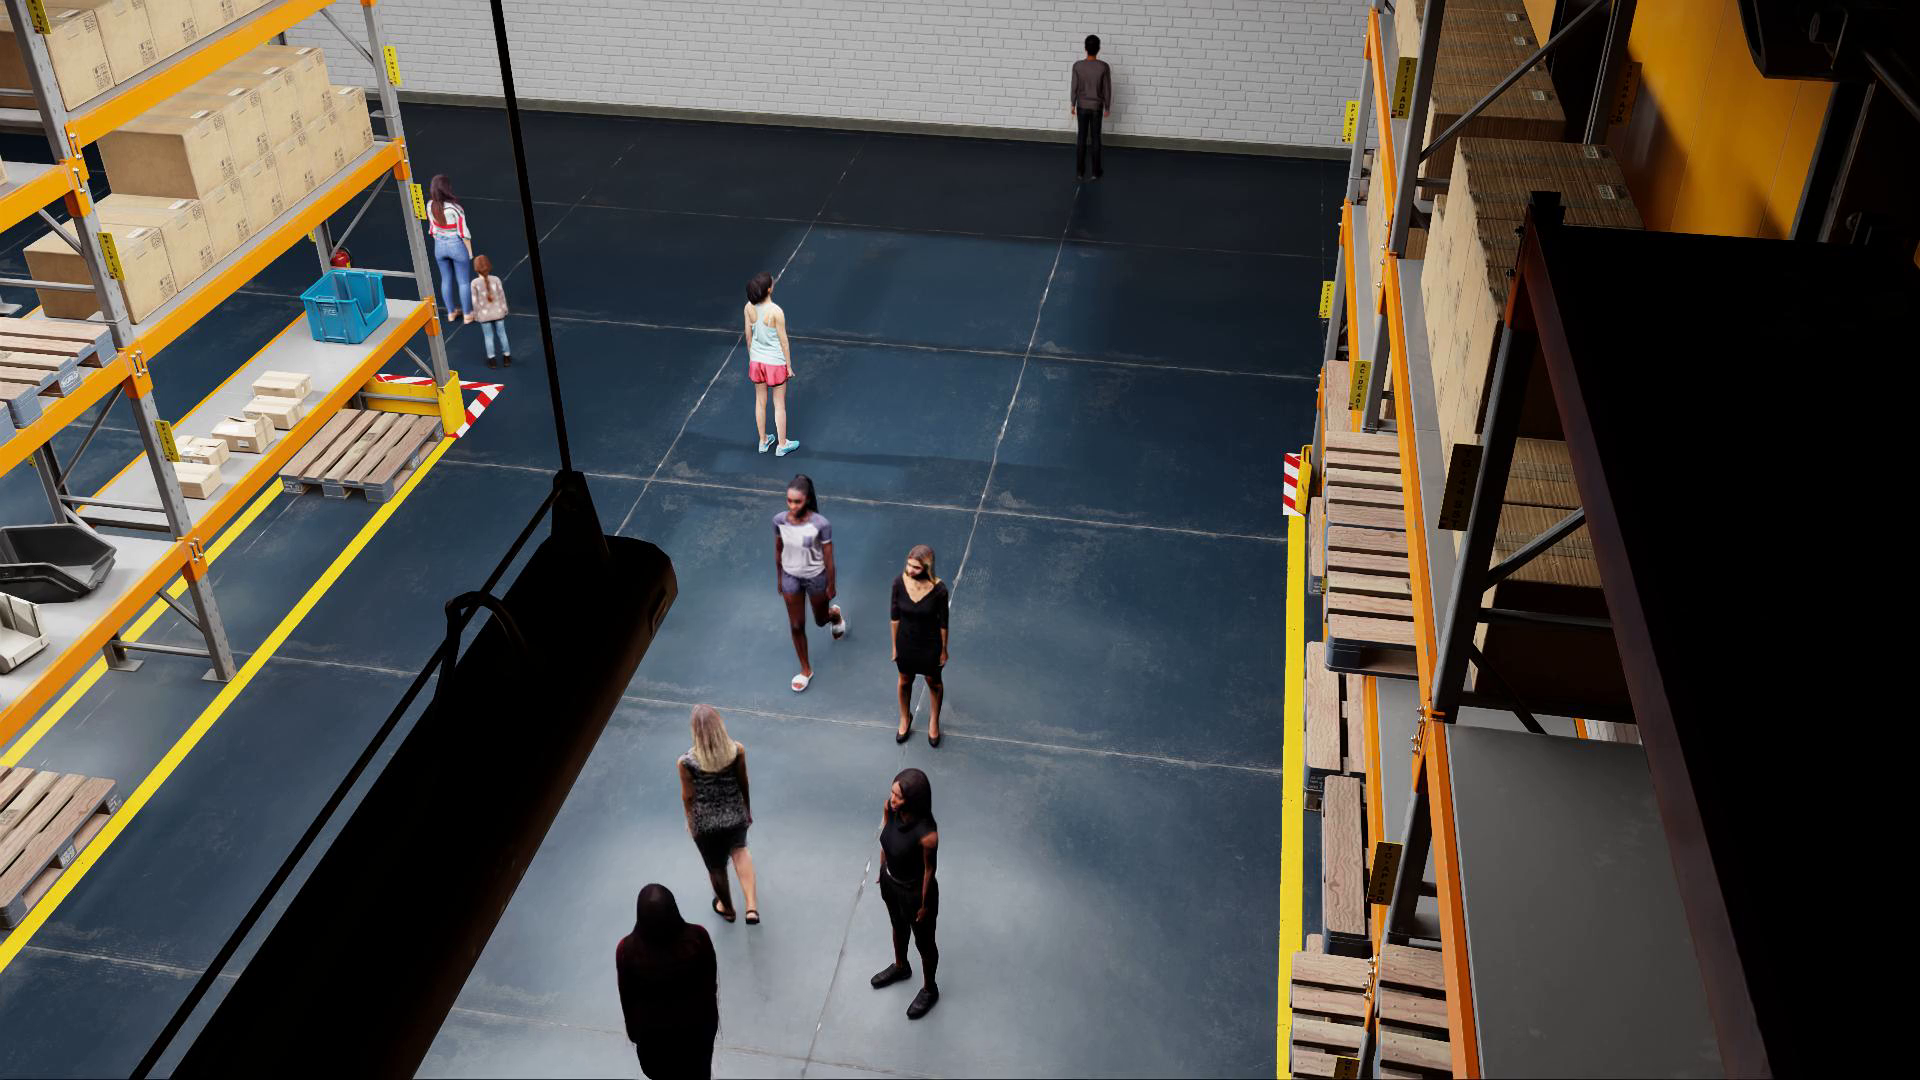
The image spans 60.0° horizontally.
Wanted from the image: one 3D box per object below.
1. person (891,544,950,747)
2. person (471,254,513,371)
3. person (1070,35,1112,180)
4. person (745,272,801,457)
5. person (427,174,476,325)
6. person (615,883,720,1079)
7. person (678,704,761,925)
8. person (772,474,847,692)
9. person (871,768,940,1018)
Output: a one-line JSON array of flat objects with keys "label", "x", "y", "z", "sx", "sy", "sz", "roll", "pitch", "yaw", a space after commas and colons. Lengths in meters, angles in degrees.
[{"label": "person", "x": -0.274, "y": 0.724, "z": 11.576, "sx": 0.557, "sy": 1.676, "sz": 0.473, "roll": 7, "pitch": 34, "yaw": 11}, {"label": "person", "x": -4.664, "y": -2.268, "z": 16.513, "sx": 0.560, "sy": 1.194, "sz": 0.594, "roll": -14, "pitch": 36, "yaw": -20}, {"label": "person", "x": 1.607, "y": -5.373, "z": 20.667, "sx": 0.504, "sy": 1.766, "sz": 0.648, "roll": 6, "pitch": 34, "yaw": 8}, {"label": "person", "x": -1.721, "y": -1.595, "z": 14.984, "sx": 0.653, "sy": 1.764, "sz": 0.637, "roll": 15, "pitch": 37, "yaw": 22}, {"label": "person", "x": -5.288, "y": -3.023, "z": 17.271, "sx": 0.597, "sy": 1.610, "sz": 0.505, "roll": 7, "pitch": 34, "yaw": 11}, {"label": "person", "x": -1.493, "y": 2.577, "z": 8.740, "sx": 0.882, "sy": 1.730, "sz": 1.084, "roll": -5, "pitch": 34, "yaw": -8}, {"label": "person", "x": -1.437, "y": 1.751, "z": 10.017, "sx": 0.770, "sy": 1.690, "sz": 0.854, "roll": -13, "pitch": 36, "yaw": -19}, {"label": "person", "x": -1.104, "y": 0.254, "z": 12.254, "sx": 0.661, "sy": 1.709, "sz": 0.970, "roll": 9, "pitch": 35, "yaw": 13}, {"label": "person", "x": -0.290, "y": 2.004, "z": 9.591, "sx": 0.711, "sy": 1.741, "sz": 0.676, "roll": -27, "pitch": 42, "yaw": -34}]
